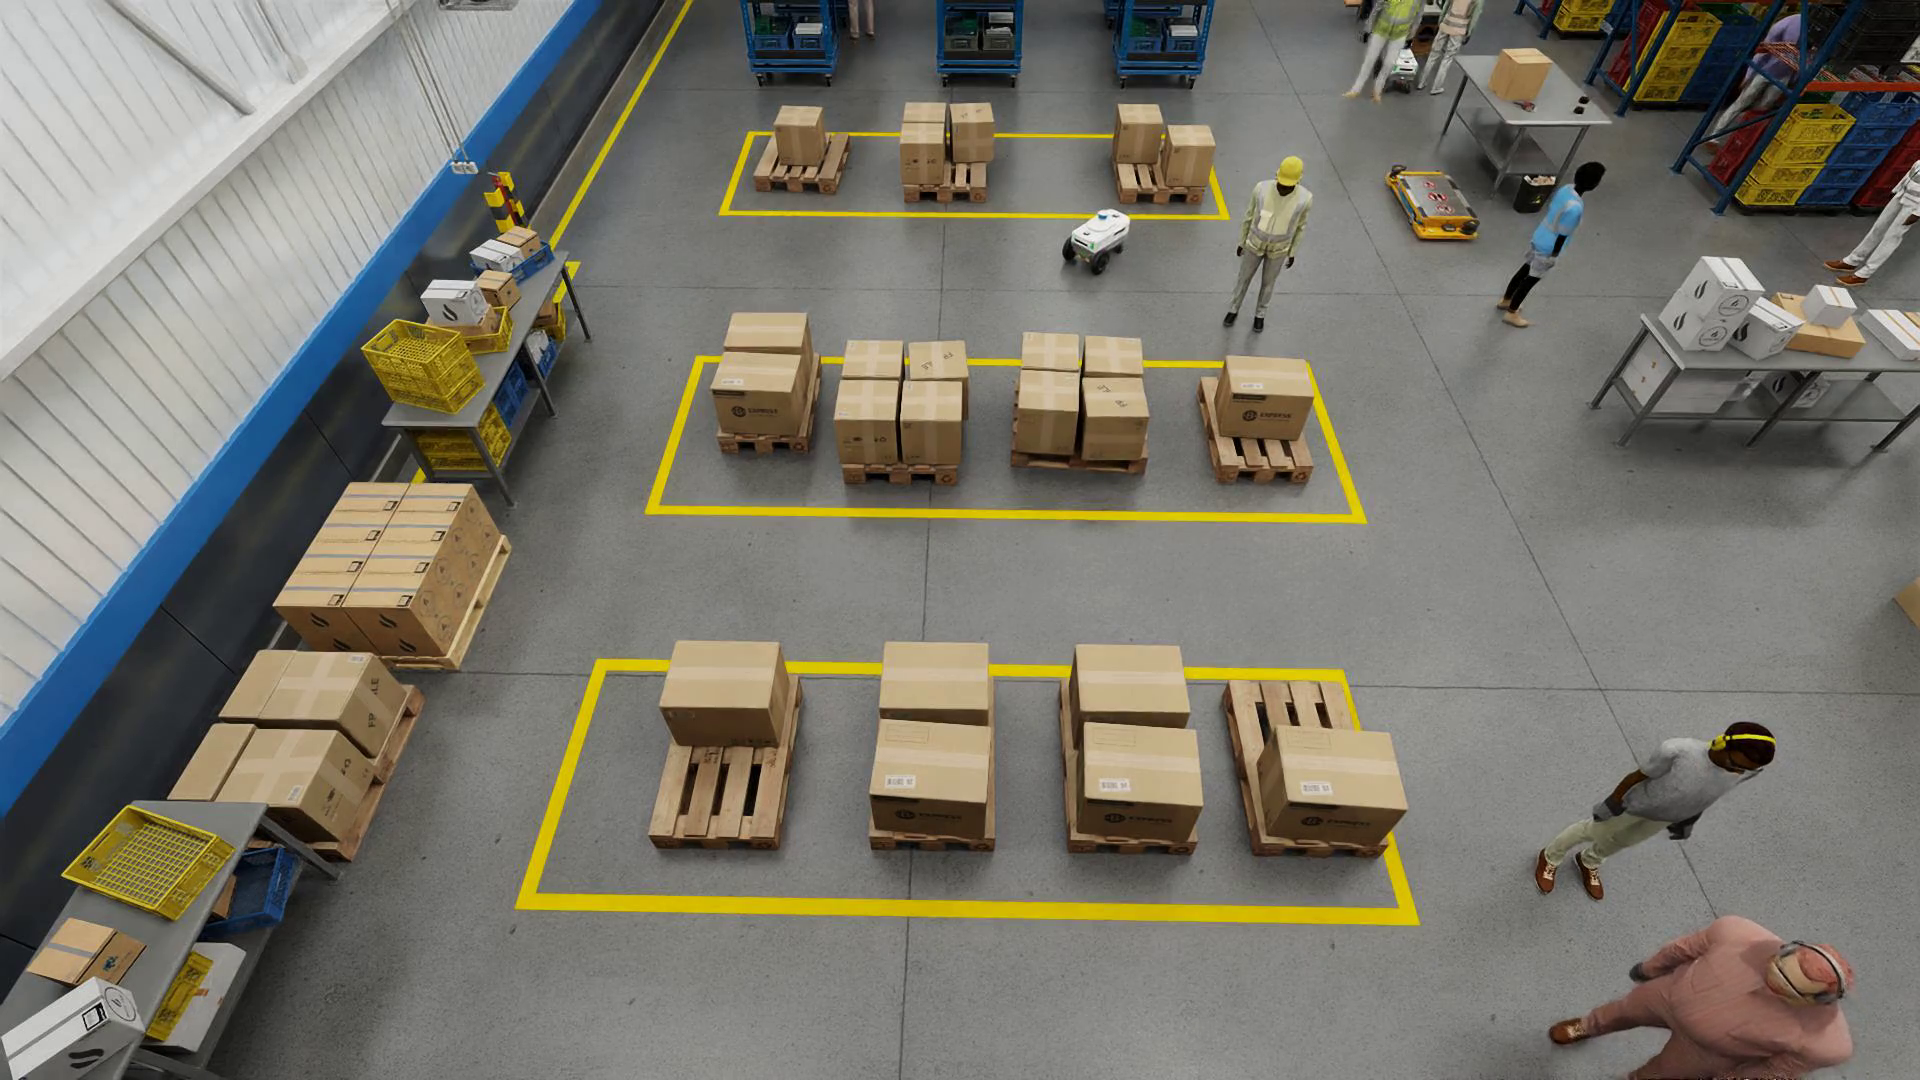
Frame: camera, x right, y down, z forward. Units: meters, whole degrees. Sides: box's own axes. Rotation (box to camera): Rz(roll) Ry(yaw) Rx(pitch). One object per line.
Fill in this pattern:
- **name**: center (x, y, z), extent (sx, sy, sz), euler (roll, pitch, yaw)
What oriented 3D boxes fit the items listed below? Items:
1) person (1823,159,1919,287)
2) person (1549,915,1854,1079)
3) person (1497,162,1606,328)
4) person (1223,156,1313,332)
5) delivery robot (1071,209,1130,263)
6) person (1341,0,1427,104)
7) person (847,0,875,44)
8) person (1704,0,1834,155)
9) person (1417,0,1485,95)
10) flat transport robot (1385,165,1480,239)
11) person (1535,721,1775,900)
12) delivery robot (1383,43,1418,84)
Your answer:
- **person**: center (9.880, -3.539, 9.521), extent (0.355, 1.883, 0.574), euler (8, 50, 7)
- **person**: center (3.564, 2.332, 4.429), extent (0.397, 1.902, 0.658), euler (-13, 50, -11)
- **person**: center (5.869, -2.942, 9.124), extent (0.317, 1.695, 0.540), euler (11, 50, 9)
- **person**: center (3.020, -2.886, 8.992), extent (0.588, 1.826, 0.403), euler (16, 51, 13)
- **delivery robot**: center (1.574, -3.435, 10.242), extent (0.477, 0.478, 0.707), euler (37, 58, 27)
- **person**: center (5.832, -6.936, 12.518), extent (0.751, 1.816, 0.429), euler (17, 51, 15)
- **person**: center (-1.544, -8.632, 13.865), extent (0.629, 1.980, 0.410), euler (-26, 54, -21)
- **person**: center (10.129, -5.793, 11.441), extent (0.635, 1.932, 0.359), euler (5, 49, 4)
- **person**: center (6.856, -7.068, 12.739), extent (0.521, 1.631, 0.324), euler (36, 58, 27)
- **flat transport robot**: center (5.692, -4.094, 11.059), extent (0.652, 0.197, 1.431), euler (1, 49, 1)
- **person**: center (3.881, 1.529, 5.146), extent (0.512, 1.865, 0.329), euler (7, 50, 6)
- **delivery robot**: center (6.372, -6.919, 13.258), extent (0.477, 0.478, 0.707), euler (5, 49, 4)
